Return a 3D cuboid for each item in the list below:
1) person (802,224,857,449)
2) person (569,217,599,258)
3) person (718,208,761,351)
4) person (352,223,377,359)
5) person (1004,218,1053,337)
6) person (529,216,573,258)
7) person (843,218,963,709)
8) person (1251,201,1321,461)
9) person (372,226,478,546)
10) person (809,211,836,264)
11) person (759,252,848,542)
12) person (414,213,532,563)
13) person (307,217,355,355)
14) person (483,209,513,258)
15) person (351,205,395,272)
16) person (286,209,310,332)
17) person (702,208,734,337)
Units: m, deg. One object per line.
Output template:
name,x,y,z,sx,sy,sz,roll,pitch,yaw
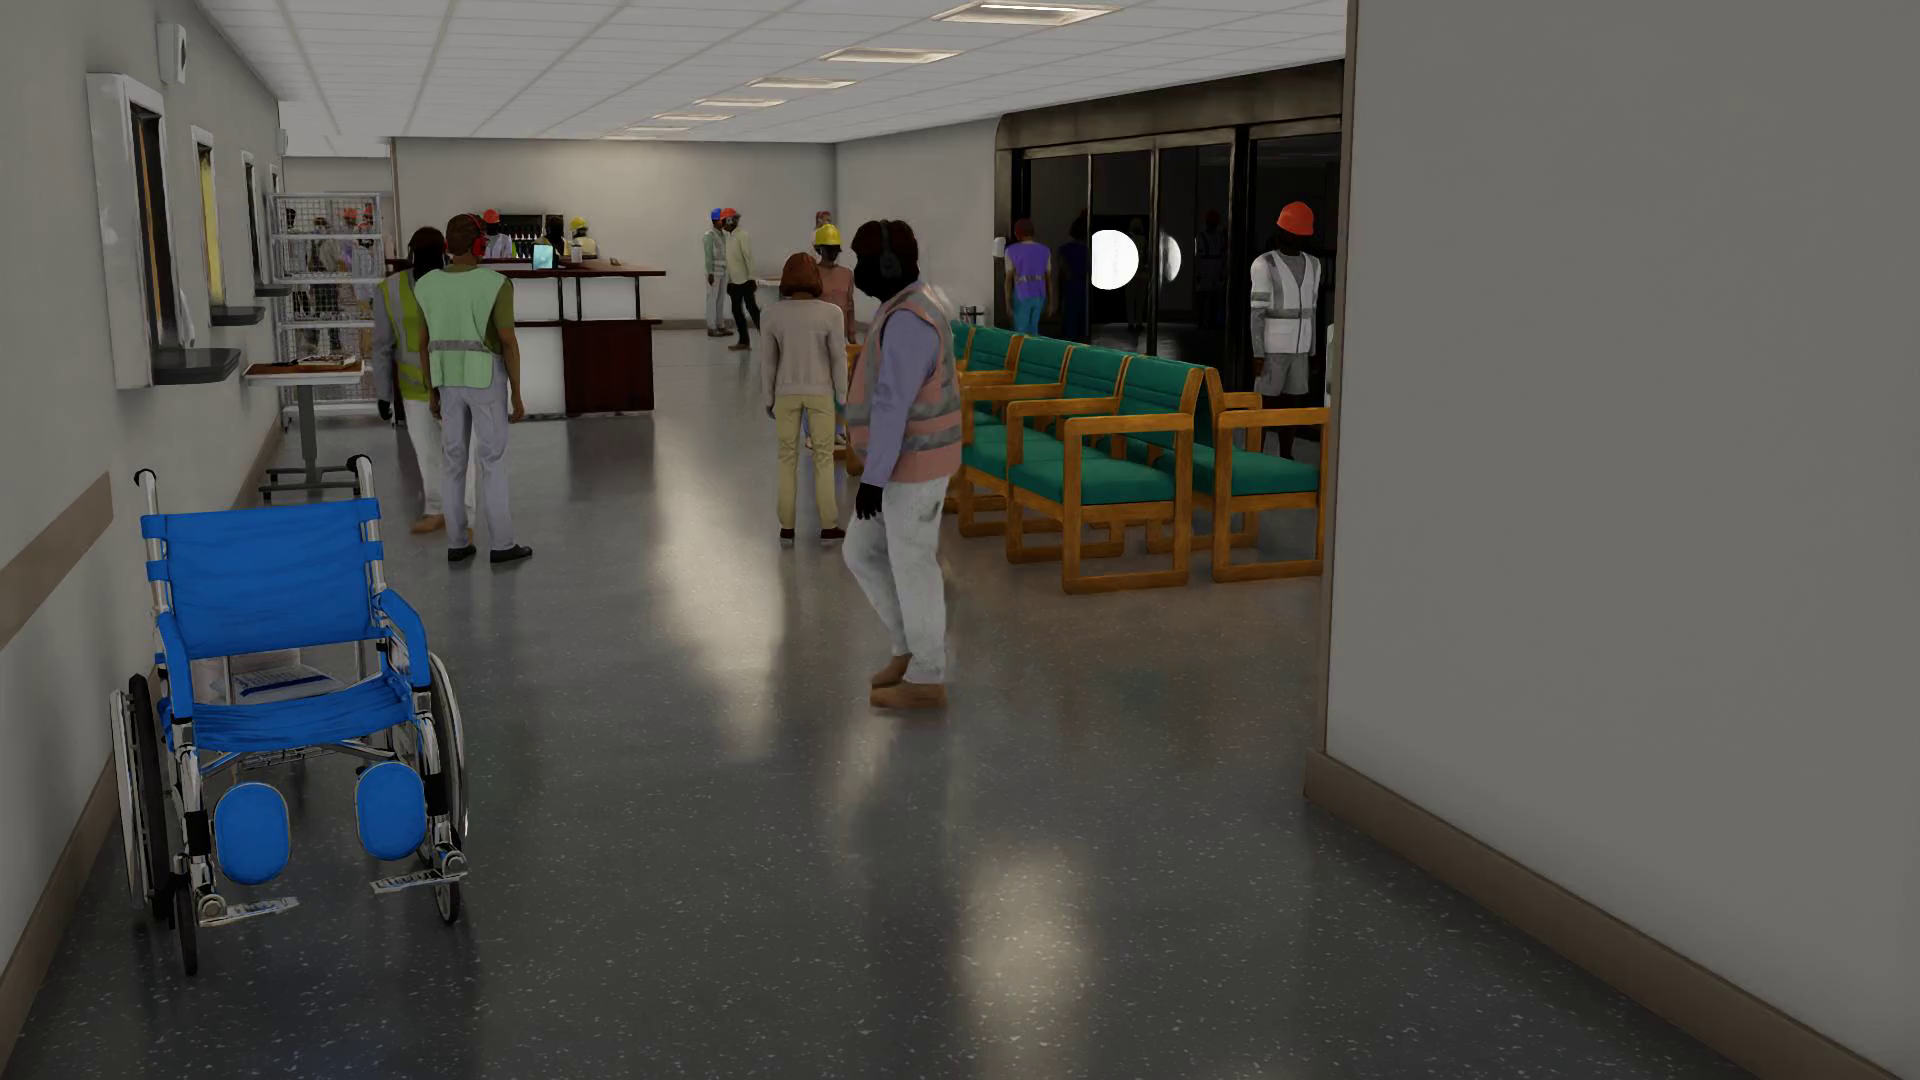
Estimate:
person,-1.044,-1.606,13.193,0.523,1.769,0.319,-7,13,-34
person,-5.451,-3.703,23.835,0.502,1.816,0.624,8,13,35
person,-2.914,-3.540,22.678,0.651,1.945,0.689,-7,13,-33
person,-7.274,-3.017,20.467,0.335,1.748,0.572,-6,13,-30
person,0.797,-2.682,18.587,0.578,1.820,0.734,-5,12,-25
person,-5.001,-3.082,20.604,0.429,1.835,0.628,9,14,40
person,-0.223,-0.263,6.157,0.461,1.821,0.620,-1,11,-6
person,2.202,-1.290,11.161,0.548,1.925,0.388,-6,12,-27
person,-2.971,-0.869,9.414,0.645,1.785,0.818,-2,11,-11
person,-2.066,-3.988,25.061,0.399,1.905,0.642,-2,11,-9
person,-0.874,-0.795,9.376,0.498,1.632,0.289,1,11,6
person,-2.586,-0.790,8.800,0.565,1.846,0.390,2,11,12
person,-8.319,-3.316,21.841,0.693,1.827,0.468,6,13,29
person,-6.499,-3.635,23.197,0.545,1.931,0.377,-1,11,-7
person,-8.142,-3.662,23.193,0.625,1.985,0.414,1,11,7
person,-10.555,-4.269,26.343,0.362,1.963,0.613,3,11,15
person,-3.701,-4.090,25.492,0.409,1.946,0.615,5,12,22
